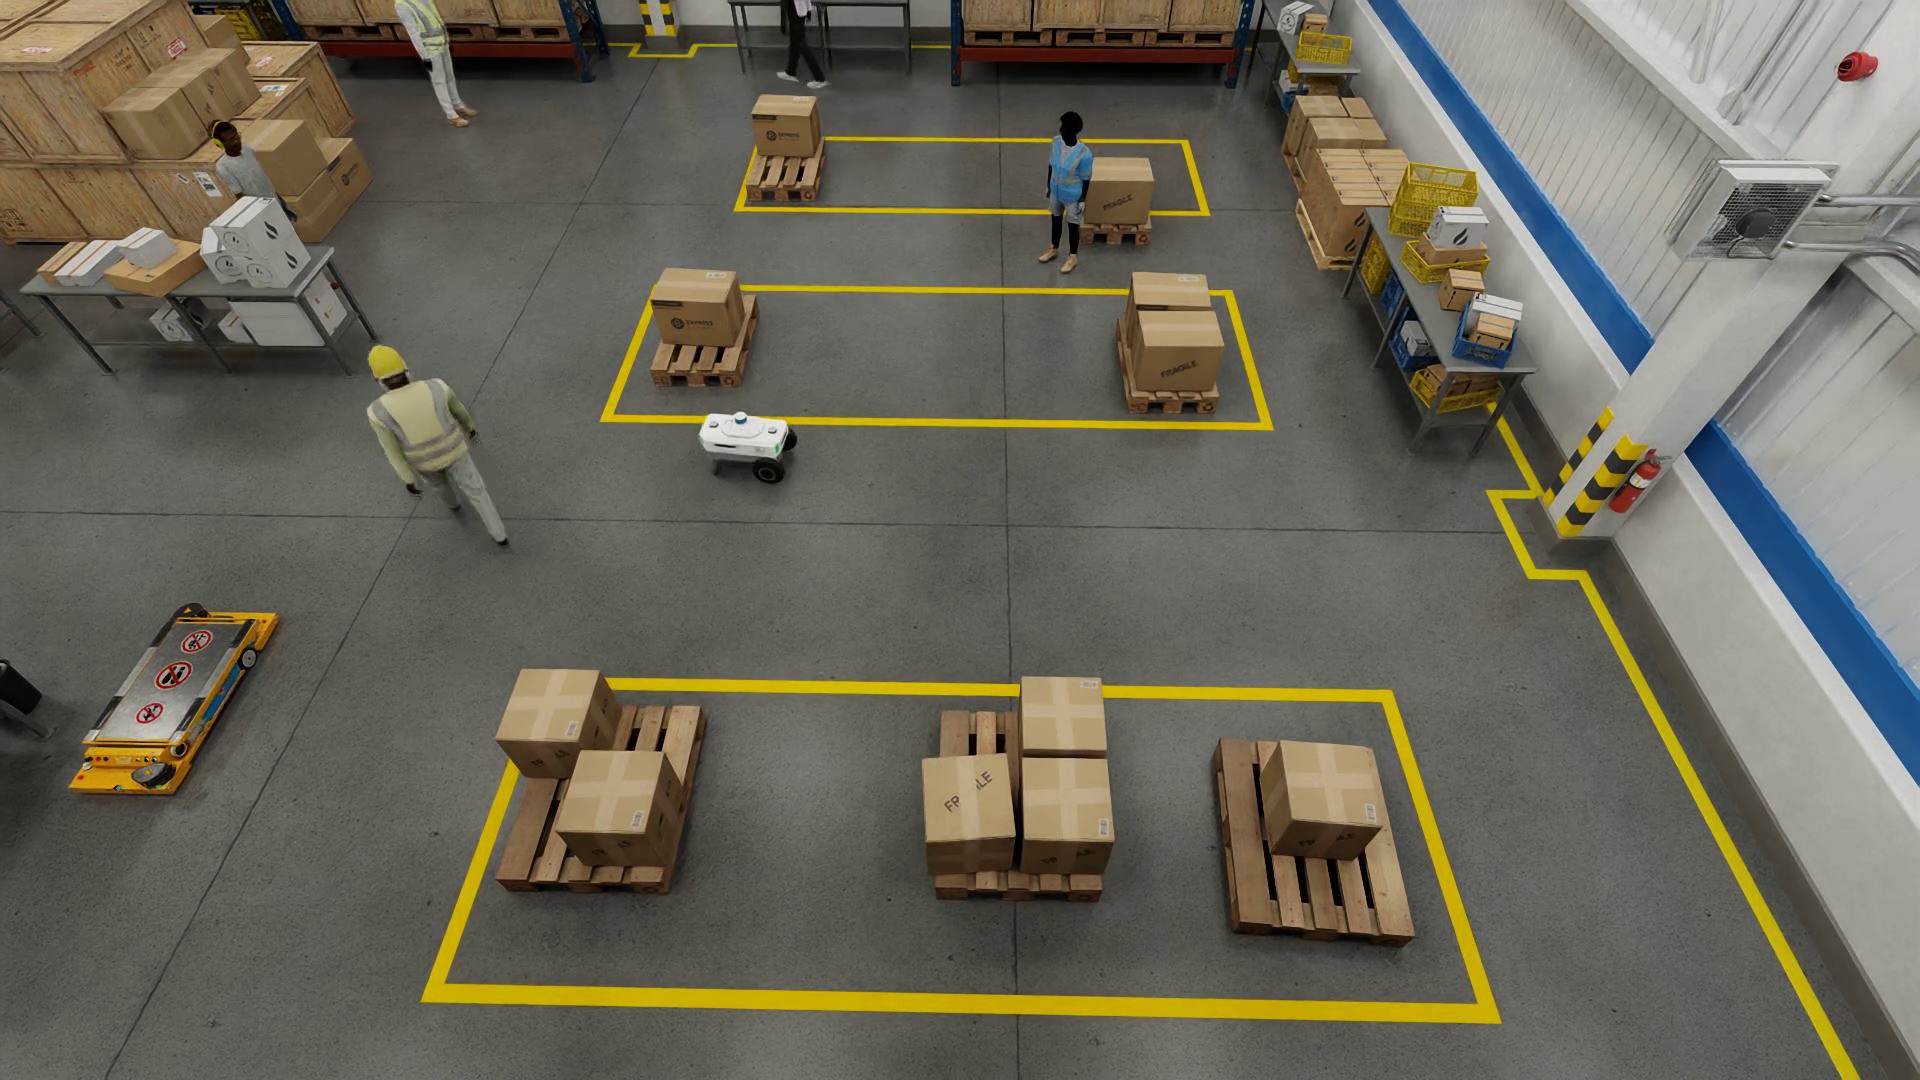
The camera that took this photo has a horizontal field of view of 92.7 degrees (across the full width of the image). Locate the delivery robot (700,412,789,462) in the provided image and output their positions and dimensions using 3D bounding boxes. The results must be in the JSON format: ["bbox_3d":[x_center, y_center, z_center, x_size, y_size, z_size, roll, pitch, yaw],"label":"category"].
[{"bbox_3d":[-1.843,-0.888,7.857,0.707,0.478,0.477,6,50,5],"label":"delivery robot"}]

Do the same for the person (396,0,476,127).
[{"bbox_3d":[-6.652,-6.234,11.617,0.437,1.833,0.634,4,50,3],"label":"person"}]

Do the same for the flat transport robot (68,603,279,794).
[{"bbox_3d":[-5.504,1.072,6.442,0.652,0.197,1.431,1,50,1],"label":"flat transport robot"}]

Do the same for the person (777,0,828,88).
[{"bbox_3d":[-2.224,-7.070,12.283,0.826,1.888,0.611,13,51,11],"label":"person"}]

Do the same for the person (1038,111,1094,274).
[{"bbox_3d":[1.093,-3.567,9.437,0.317,1.697,0.540,-37,59,-27],"label":"person"}]

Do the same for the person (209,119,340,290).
[{"bbox_3d":[-6.773,-3.208,9.029,0.335,1.865,0.519,2,50,2],"label":"person"}]

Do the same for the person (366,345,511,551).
[{"bbox_3d":[-3.981,-0.712,6.972,0.627,1.773,0.937,-30,56,-23],"label":"person"}]
